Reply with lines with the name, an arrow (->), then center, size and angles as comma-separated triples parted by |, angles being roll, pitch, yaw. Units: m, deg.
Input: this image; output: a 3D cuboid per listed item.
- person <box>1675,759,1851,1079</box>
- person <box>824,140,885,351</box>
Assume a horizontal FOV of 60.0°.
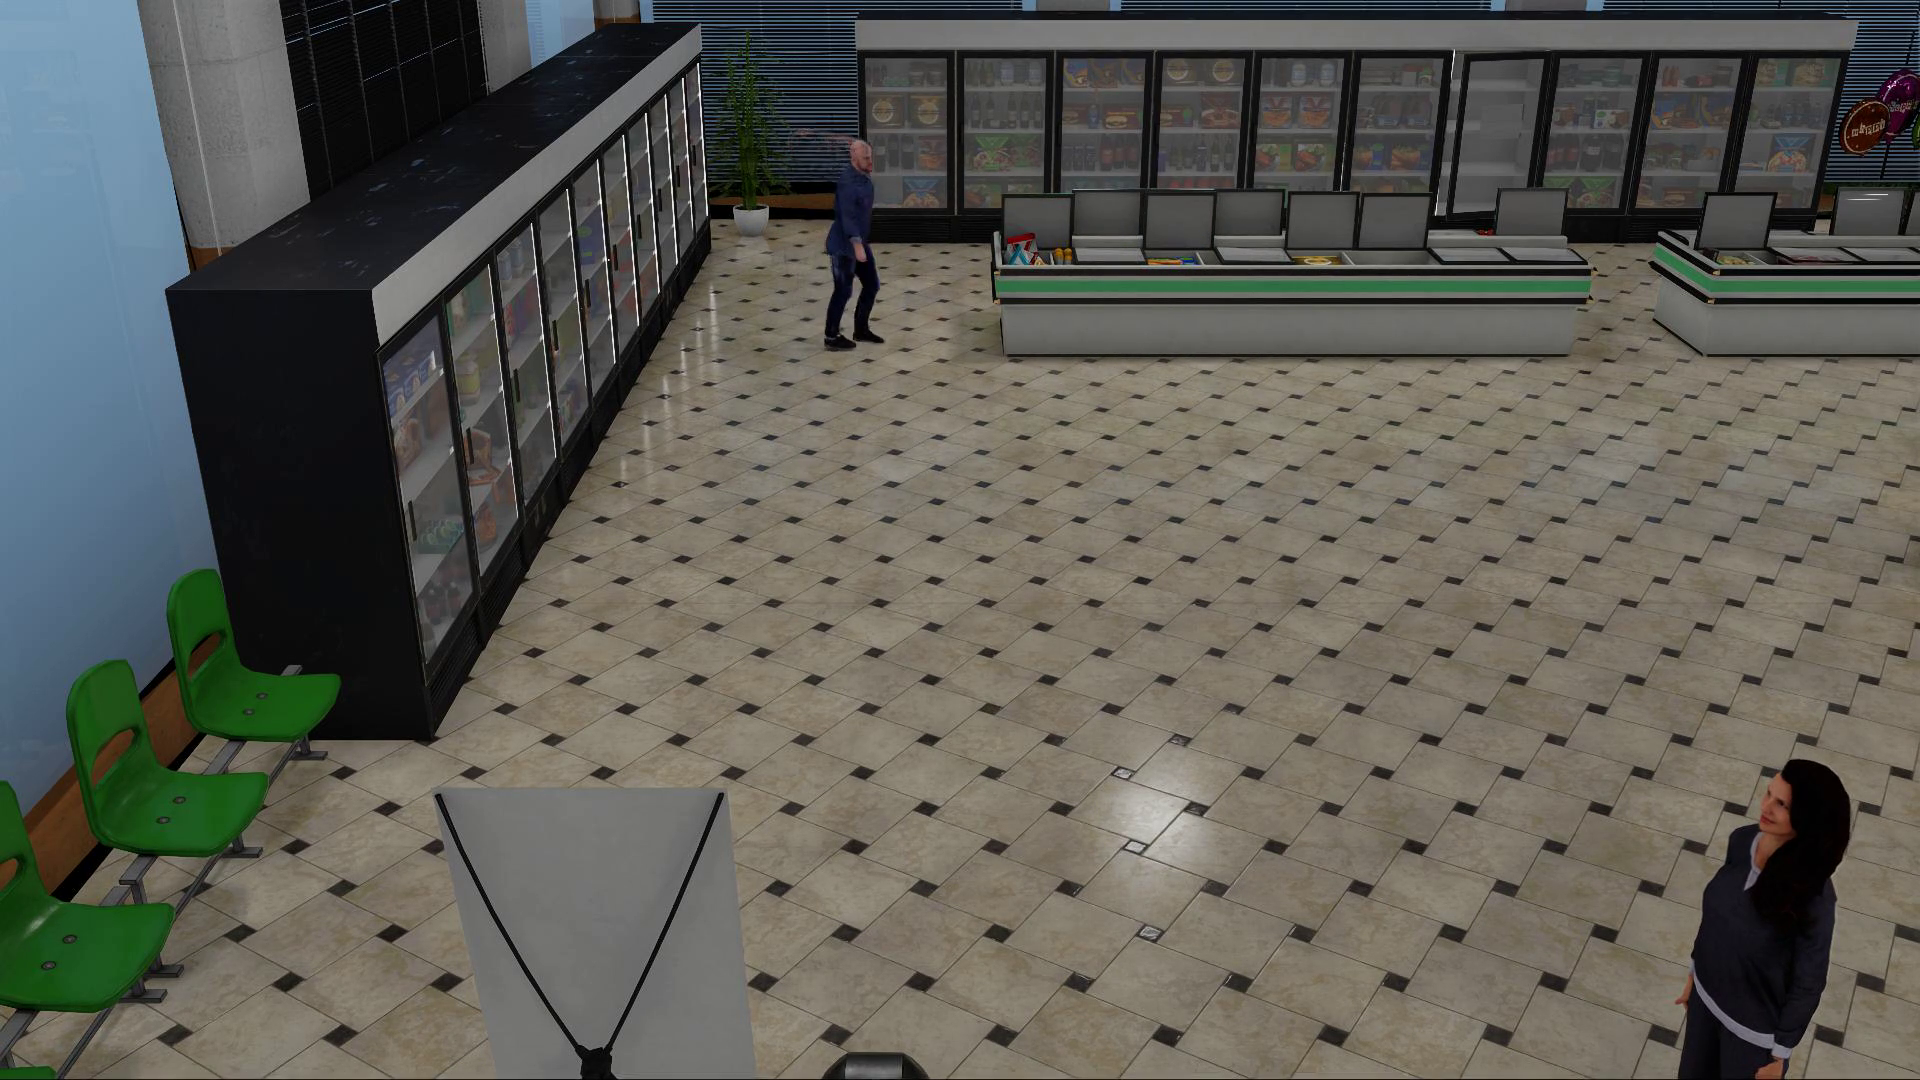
person -> 2.392, 1.439, 5.067 | 0.597, 1.770, 0.654 | -5, 24, -11
person -> -0.964, -2.452, 13.939 | 0.833, 1.786, 0.830 | 2, 24, 5
